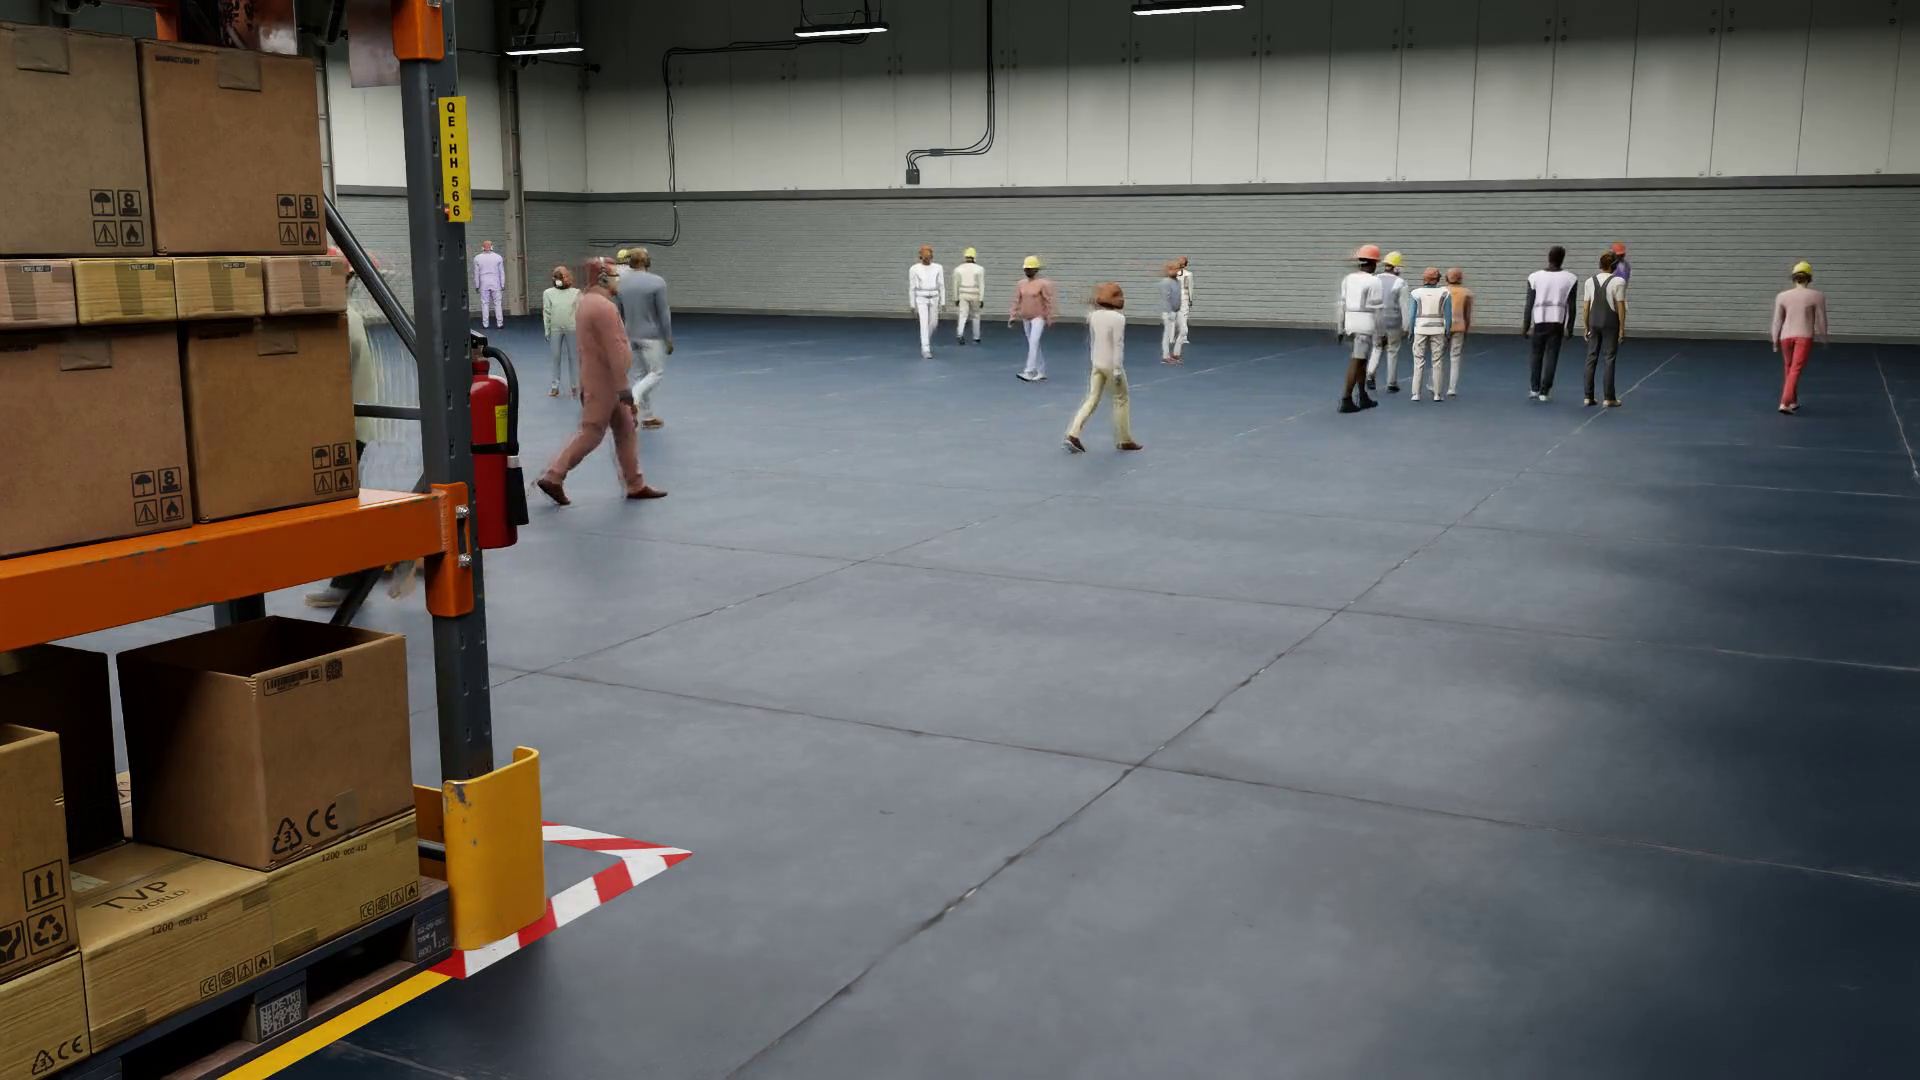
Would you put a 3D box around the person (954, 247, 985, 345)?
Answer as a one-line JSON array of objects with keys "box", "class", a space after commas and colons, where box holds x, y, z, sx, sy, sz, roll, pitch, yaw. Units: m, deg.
[{"box": [0.162, -4.526, 30.891, 0.600, 1.803, 0.873, 3, 11, 17], "class": "person"}]

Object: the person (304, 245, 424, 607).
[{"box": [-3.279, -0.598, 8.982, 0.572, 1.973, 0.634, -3, 11, -14], "class": "person"}]

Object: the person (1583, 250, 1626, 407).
[{"box": [7.631, -2.498, 19.697, 0.343, 1.847, 0.506, -10, 14, -42], "class": "person"}]

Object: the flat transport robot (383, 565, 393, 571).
[{"box": [-3.640, -0.033, 10.553, 0.652, 0.197, 1.431, -7, 13, -35], "class": "flat transport robot"}]

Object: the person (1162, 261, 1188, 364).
[{"box": [3.396, -3.576, 26.191, 0.499, 1.613, 0.514, 9, 14, 41], "class": "person"}]

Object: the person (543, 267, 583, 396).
[{"box": [-4.986, -2.622, 20.949, 0.501, 1.633, 0.289, -1, 10, -5], "class": "person"}]

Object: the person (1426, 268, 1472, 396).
[{"box": [6.241, -2.661, 21.234, 0.521, 1.604, 0.762, 0, 10, 2], "class": "person"}]

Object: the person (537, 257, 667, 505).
[{"box": [-2.745, -1.198, 12.557, 0.948, 1.873, 0.634, -3, 11, -18], "class": "person"}]

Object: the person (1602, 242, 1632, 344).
[{"box": [12.118, -4.551, 30.755, 0.558, 1.888, 0.649, -2, 11, -8], "class": "person"}]

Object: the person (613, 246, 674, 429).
[{"box": [-3.326, -2.079, 17.225, 0.639, 1.915, 0.669, 5, 11, 25], "class": "person"}]

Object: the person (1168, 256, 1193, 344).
[{"box": [4.121, -4.486, 31.130, 0.509, 1.629, 0.316, 6, 12, 29], "class": "person"}]

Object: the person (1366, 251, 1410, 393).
[{"box": [5.496, -2.781, 21.312, 0.616, 1.816, 0.487, 10, 14, 44], "class": "person"}]

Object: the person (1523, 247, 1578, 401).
[{"box": [7.318, -2.682, 20.633, 0.603, 1.867, 0.960, 4, 11, 21], "class": "person"}]

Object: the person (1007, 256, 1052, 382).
[{"box": [0.966, -3.044, 23.010, 0.538, 1.726, 0.883, 8, 13, 38], "class": "person"}]

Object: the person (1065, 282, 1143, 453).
[{"box": [1.333, -1.606, 15.509, 0.823, 1.601, 0.508, -7, 12, -33], "class": "person"}]

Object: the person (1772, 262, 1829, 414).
[{"box": [9.560, -2.300, 18.974, 0.921, 1.719, 0.536, -9, 13, -39], "class": "person"}]

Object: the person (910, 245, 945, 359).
[{"box": [-0.562, -3.958, 27.612, 0.577, 1.863, 0.769, -3, 11, -17], "class": "person"}]

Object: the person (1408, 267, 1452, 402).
[{"box": [5.723, -2.500, 20.281, 0.523, 1.636, 0.309, 3, 11, 16], "class": "person"}]

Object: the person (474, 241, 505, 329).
[{"box": [-10.173, -5.516, 36.008, 0.639, 1.902, 0.407, -2, 11, -11], "class": "person"}]

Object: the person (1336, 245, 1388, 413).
[{"box": [4.682, -2.417, 19.065, 0.797, 1.903, 0.569, -6, 12, -30], "class": "person"}]

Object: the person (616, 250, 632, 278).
[{"box": [-6.511, -4.755, 32.283, 0.484, 1.744, 0.294, 5, 12, 27], "class": "person"}]
